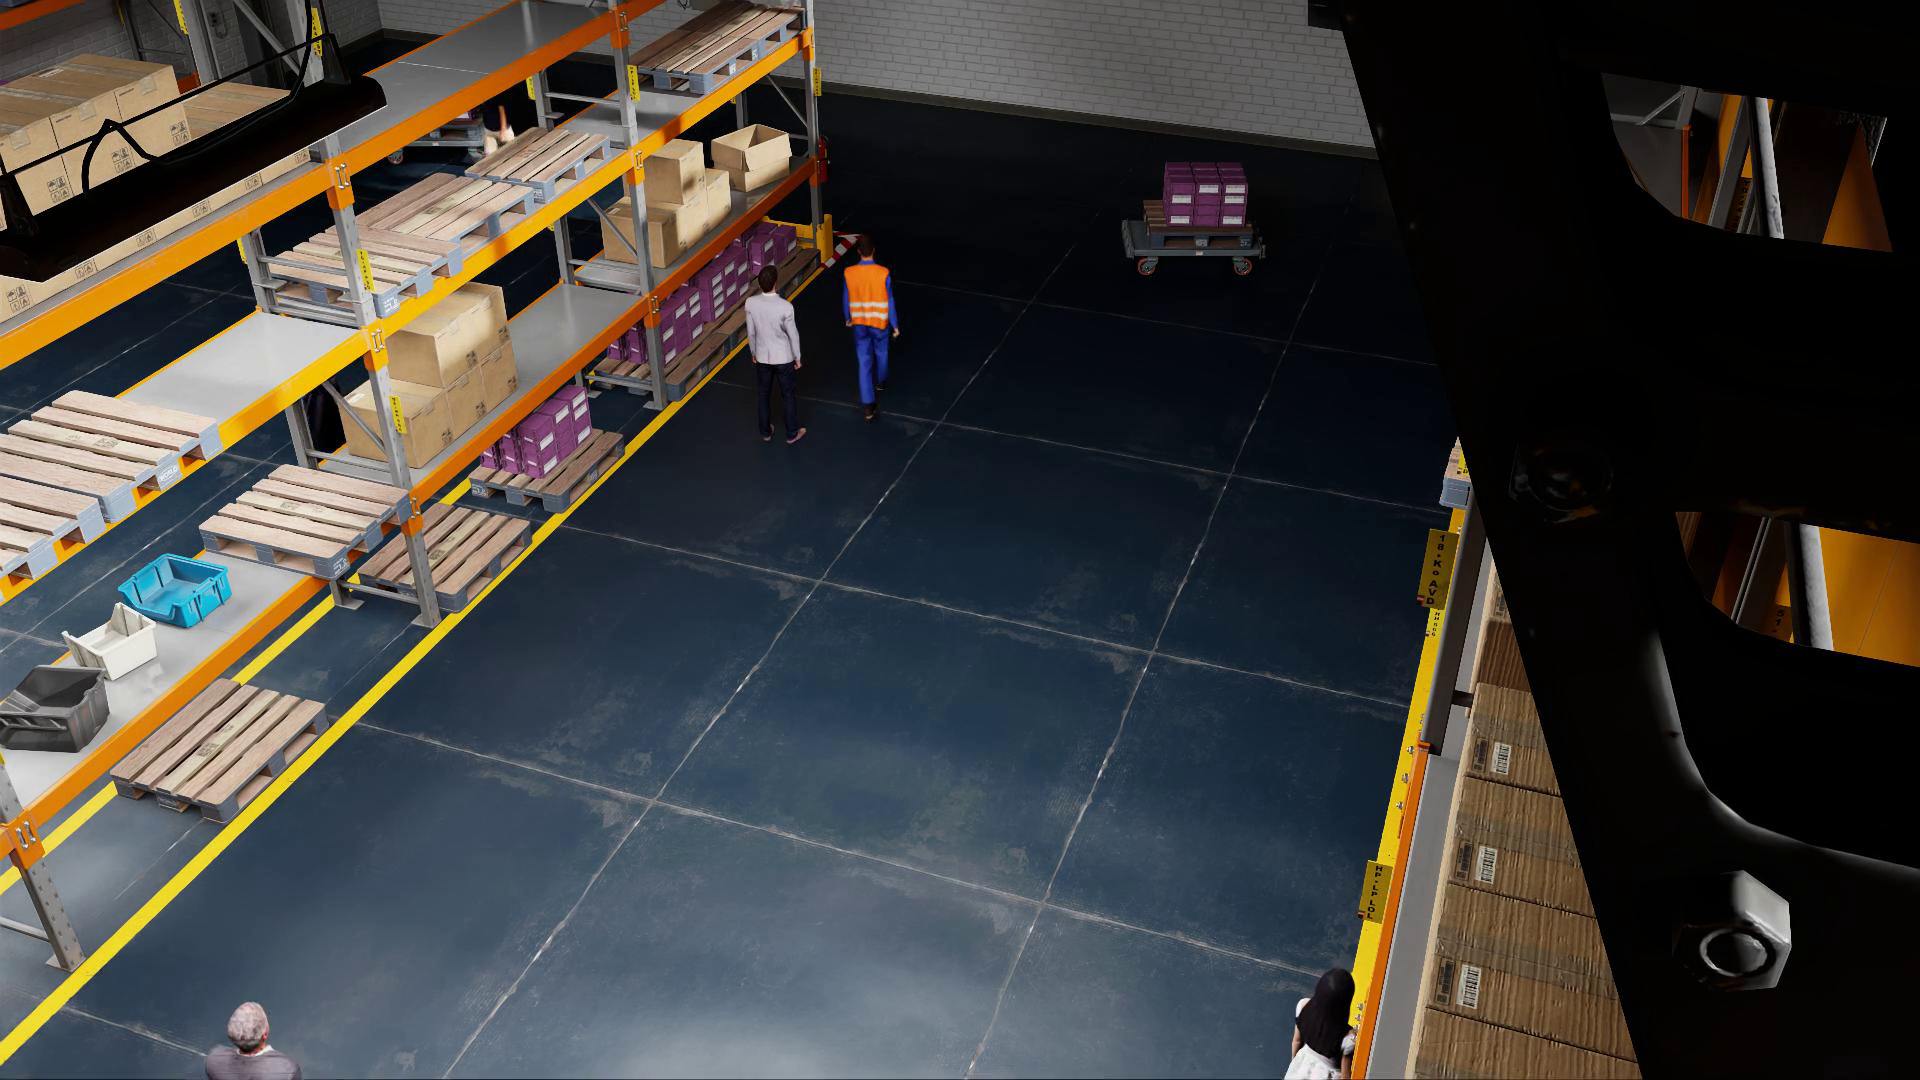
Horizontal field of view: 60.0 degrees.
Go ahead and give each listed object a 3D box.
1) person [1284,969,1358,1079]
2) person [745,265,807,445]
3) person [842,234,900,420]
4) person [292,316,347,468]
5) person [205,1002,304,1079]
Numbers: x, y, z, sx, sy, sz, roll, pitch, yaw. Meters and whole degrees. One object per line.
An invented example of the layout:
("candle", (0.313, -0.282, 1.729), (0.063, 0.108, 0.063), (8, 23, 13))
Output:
("person", (1.942, 2.992, 9.024), (0.802, 1.769, 0.777), (-24, 41, -32))
("person", (-1.805, -1.797, 16.152), (0.693, 1.853, 0.597), (8, 34, 12))
("person", (-0.919, -2.093, 16.639), (0.982, 1.806, 1.319), (3, 34, 5))
("person", (-6.070, -1.471, 15.886), (0.758, 1.606, 1.161), (19, 38, 26))
("person", (-3.623, 3.162, 8.729), (0.907, 1.812, 1.205), (3, 34, 5))
